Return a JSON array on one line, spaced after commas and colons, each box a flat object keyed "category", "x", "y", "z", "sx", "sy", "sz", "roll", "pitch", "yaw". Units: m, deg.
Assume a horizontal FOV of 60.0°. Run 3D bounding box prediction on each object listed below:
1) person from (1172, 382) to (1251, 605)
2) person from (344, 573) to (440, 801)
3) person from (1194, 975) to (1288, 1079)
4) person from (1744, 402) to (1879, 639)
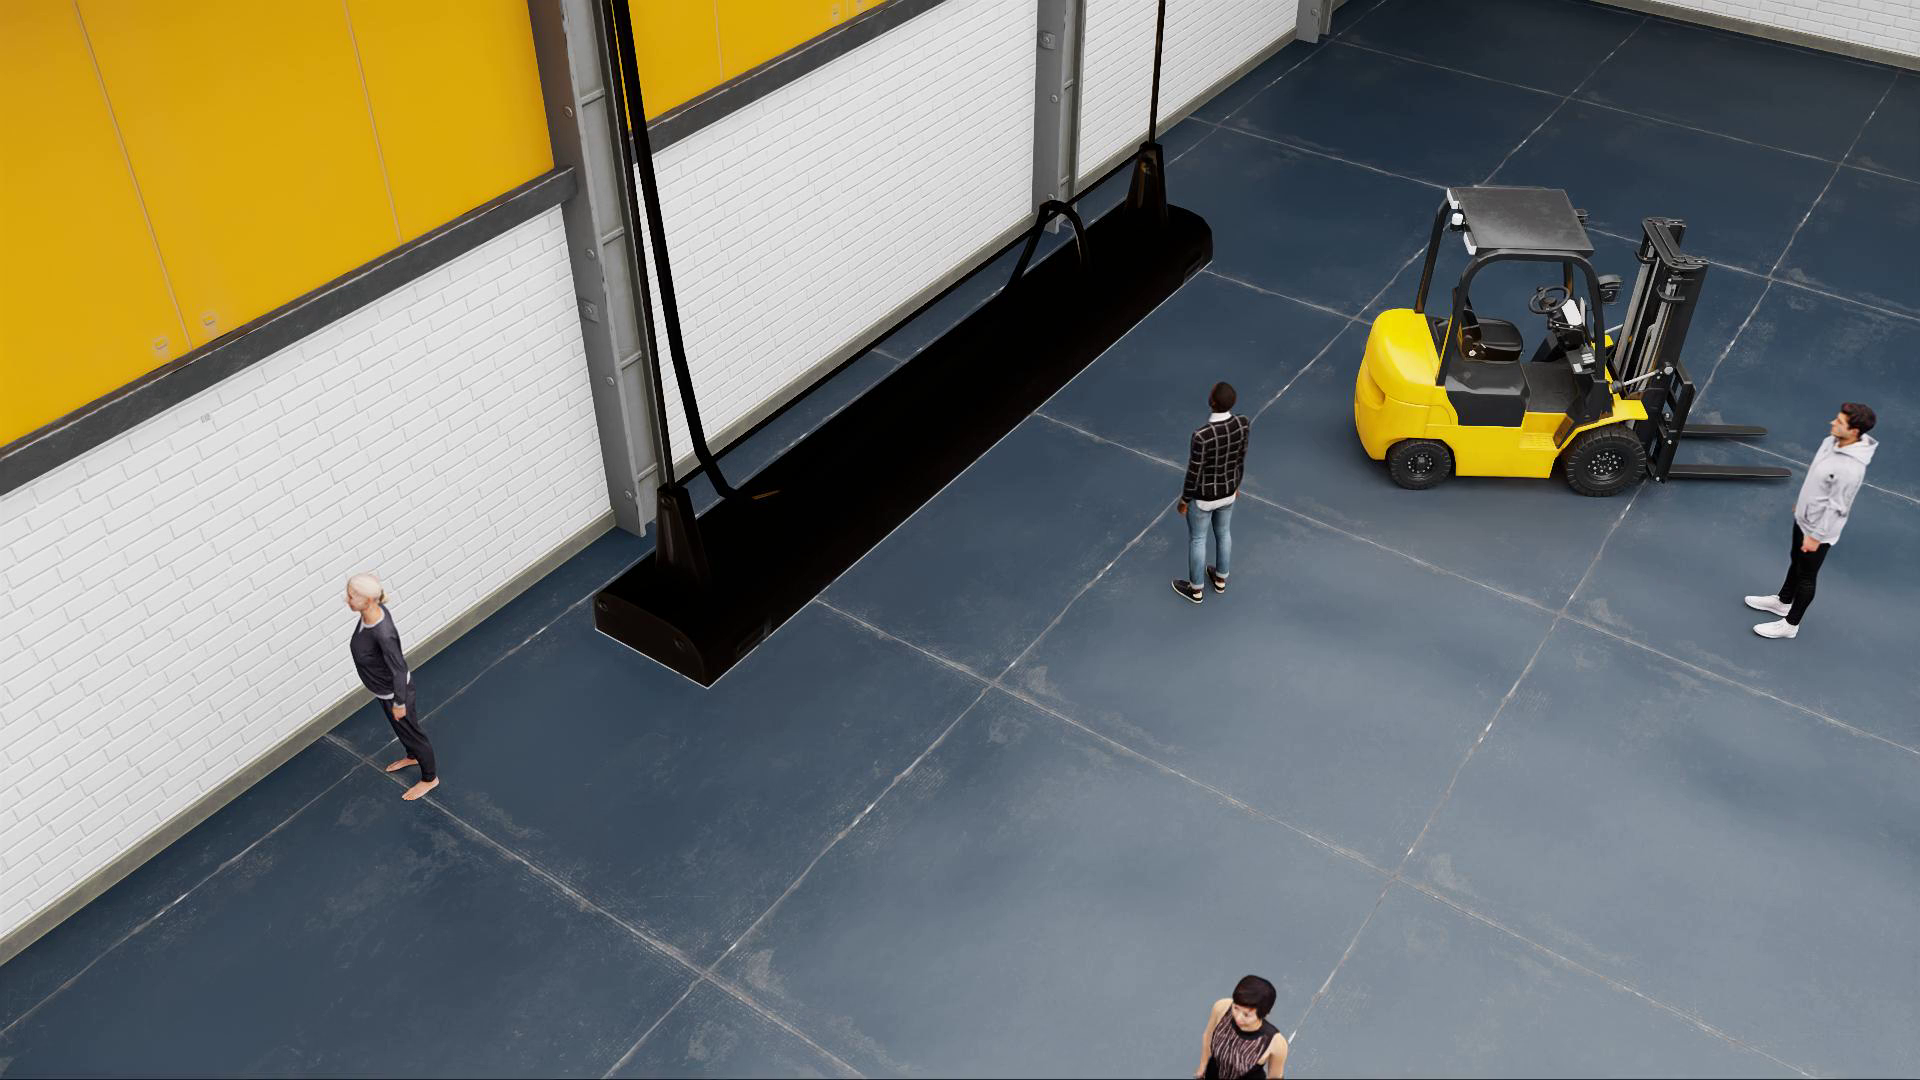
[{"category": "person", "x": 1.807, "y": -0.339, "z": 11.858, "sx": 0.665, "sy": 1.821, "sz": 0.801, "roll": -18, "pitch": 42, "yaw": -21}, {"category": "person", "x": -3.559, "y": 0.881, "z": 10.405, "sx": 0.638, "sy": 1.726, "sz": 0.668, "roll": -23, "pitch": 44, "yaw": -26}, {"category": "person", "x": 1.381, "y": 2.685, "z": 8.245, "sx": 0.591, "sy": 1.603, "sz": 0.530, "roll": 28, "pitch": 46, "yaw": 30}, {"category": "person", "x": 5.961, "y": -0.141, "z": 11.523, "sx": 0.818, "sy": 1.929, "sz": 0.675, "roll": 7, "pitch": 39, "yaw": 9}]
